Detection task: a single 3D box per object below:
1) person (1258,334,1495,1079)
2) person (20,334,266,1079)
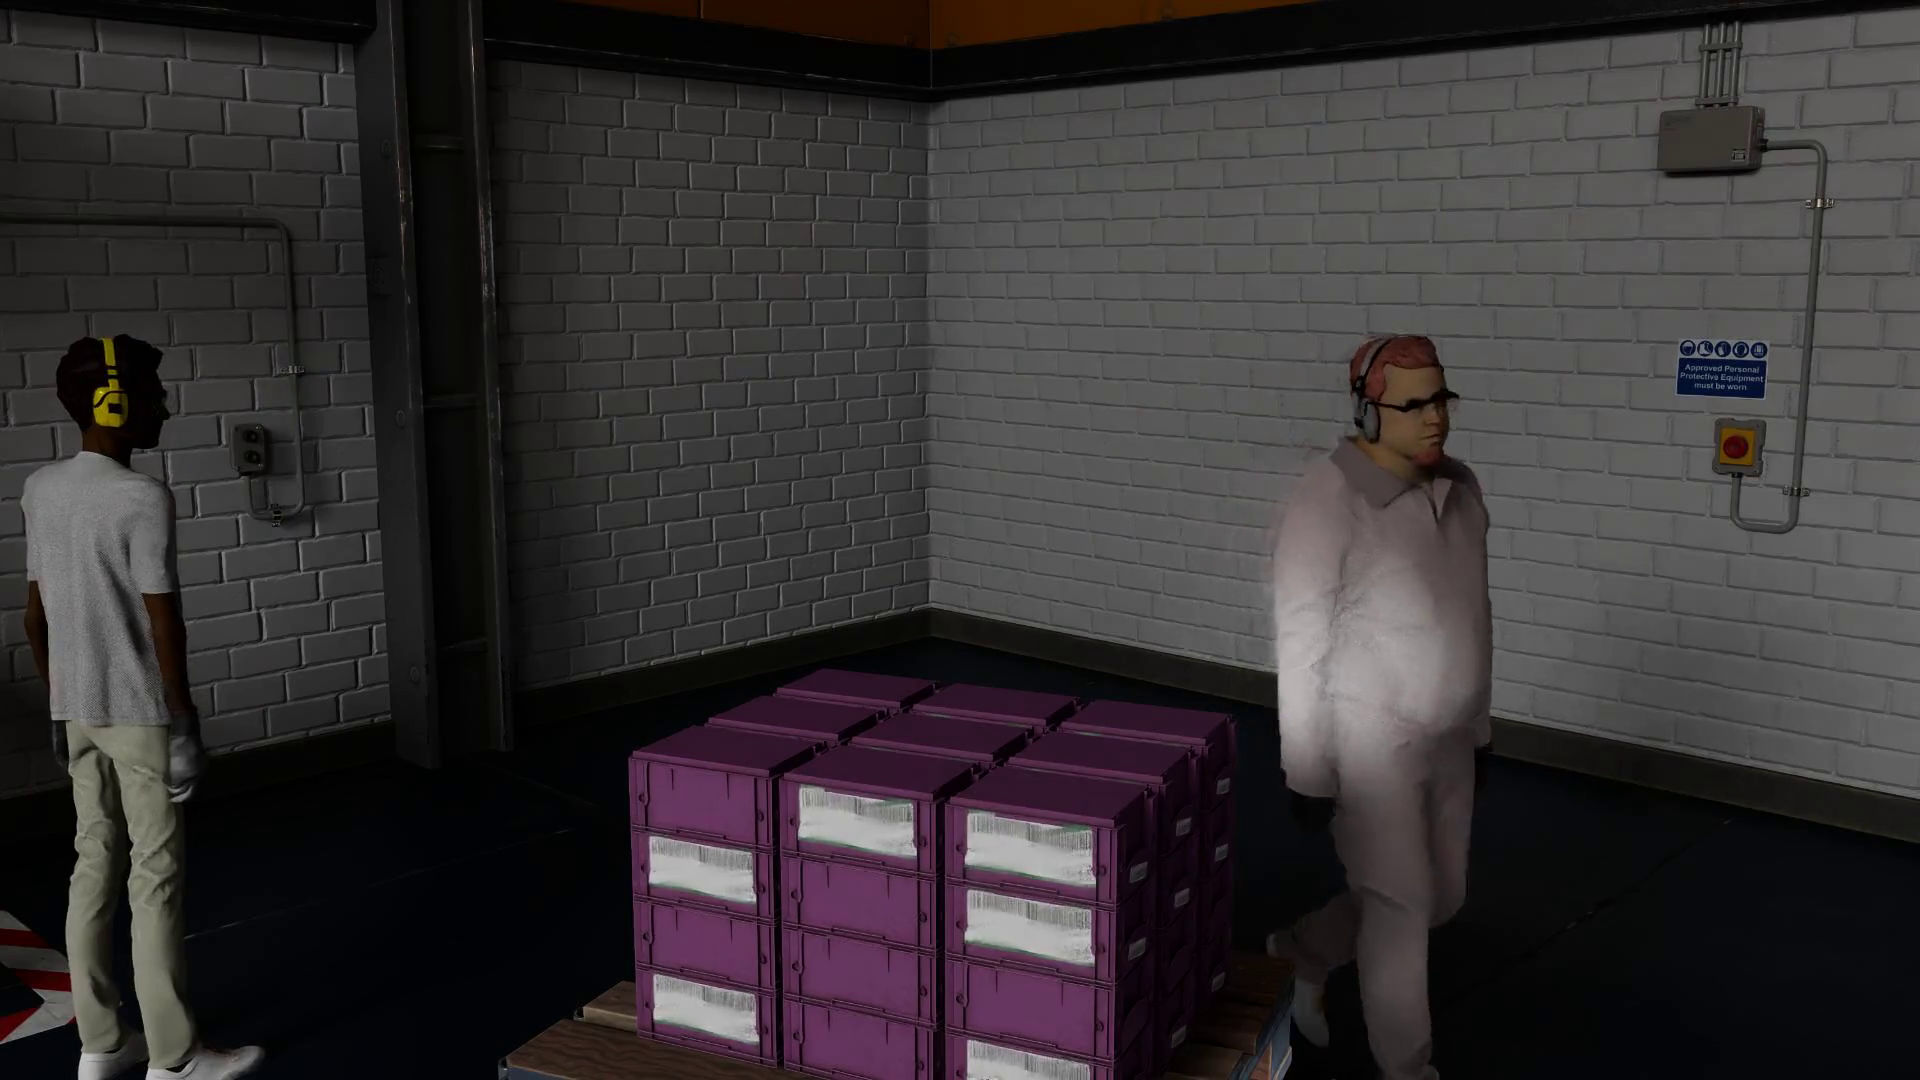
[{"bbox_3d":[0.968,0.460,3.886,0.654,1.883,0.680,-8,12,-40],"label":"person"},{"bbox_3d":[-2.037,0.438,4.066,0.514,1.866,0.332,5,10,26],"label":"person"}]
